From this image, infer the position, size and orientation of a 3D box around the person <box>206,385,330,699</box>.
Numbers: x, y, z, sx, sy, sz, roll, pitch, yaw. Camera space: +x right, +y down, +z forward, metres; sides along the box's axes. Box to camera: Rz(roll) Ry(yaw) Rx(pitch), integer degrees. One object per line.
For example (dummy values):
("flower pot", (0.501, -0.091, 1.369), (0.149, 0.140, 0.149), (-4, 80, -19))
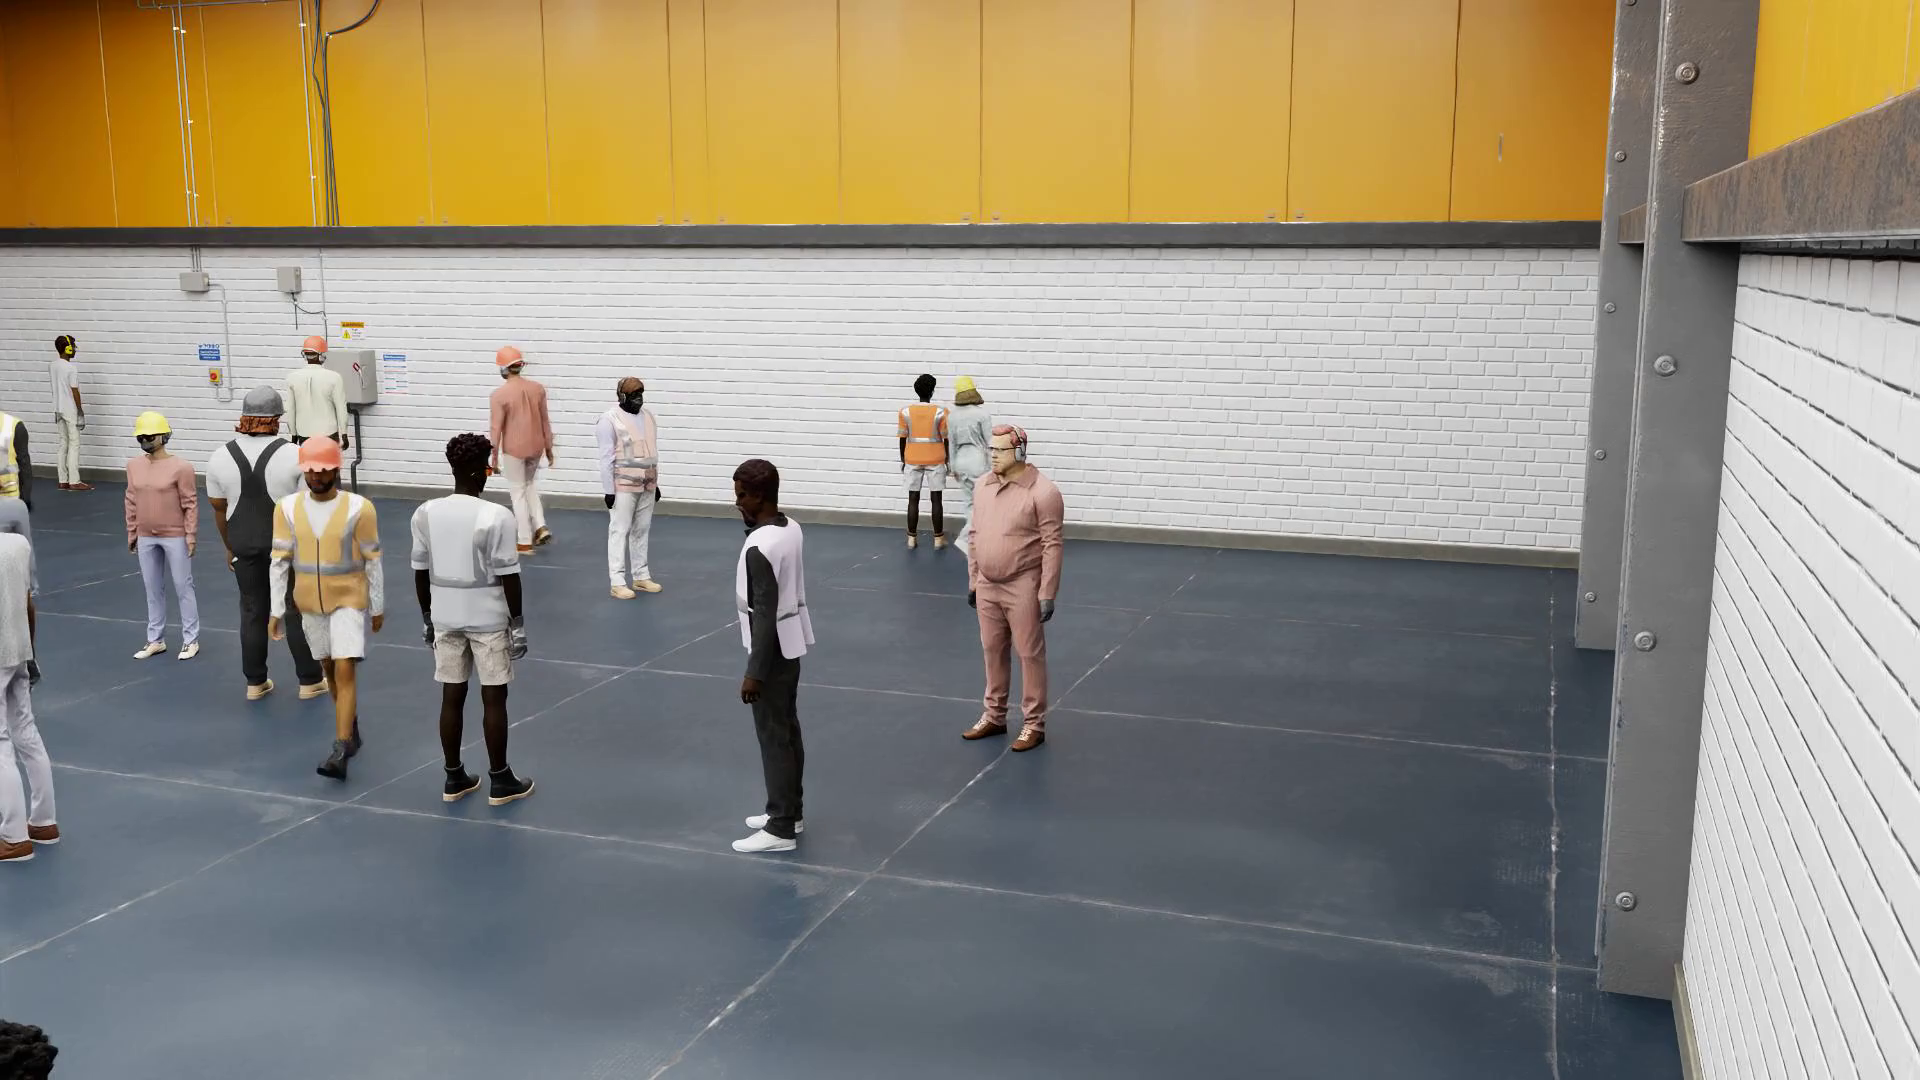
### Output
("person", (-4.425, 0.014, 10.741), (0.683, 2.000, 0.538), (0, 10, 0))

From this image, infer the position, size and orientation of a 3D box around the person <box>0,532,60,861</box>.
("person", (-4.587, 0.606, 7.912), (0.310, 1.861, 0.533), (1, 10, 6))

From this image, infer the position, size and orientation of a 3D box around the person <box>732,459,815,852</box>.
("person", (-0.910, 0.555, 8.052), (0.392, 1.914, 0.588), (1, 10, 6))

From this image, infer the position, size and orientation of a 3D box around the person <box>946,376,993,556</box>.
("person", (0.109, -0.656, 15.427), (0.555, 1.710, 0.491), (7, 13, 36))

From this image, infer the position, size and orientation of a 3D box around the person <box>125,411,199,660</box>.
("person", (-5.635, -0.027, 11.743), (0.524, 1.769, 0.315), (1, 10, 7))

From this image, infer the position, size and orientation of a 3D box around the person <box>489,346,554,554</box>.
("person", (-4.175, -0.848, 15.757), (0.441, 1.977, 0.654), (8, 13, 38))

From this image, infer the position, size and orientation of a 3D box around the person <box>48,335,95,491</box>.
("person", (-10.641, -1.512, 19.860), (0.504, 1.861, 0.330), (5, 11, 26))

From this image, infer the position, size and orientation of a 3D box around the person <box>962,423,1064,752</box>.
("person", (0.282, 0.271, 9.671), (0.652, 1.906, 0.402), (9, 13, 41))

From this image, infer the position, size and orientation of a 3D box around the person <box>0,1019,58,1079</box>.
("person", (-1.556, 1.610, 2.734), (0.533, 1.692, 0.319), (3, 10, 16))

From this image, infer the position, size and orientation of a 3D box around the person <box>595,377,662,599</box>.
("person", (-2.727, -0.443, 13.876), (0.429, 1.841, 0.634), (7, 12, 33))

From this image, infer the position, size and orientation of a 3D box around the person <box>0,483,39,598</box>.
("person", (-6.073, 0.275, 10.419), (0.527, 1.618, 0.463), (-6, 12, -31))

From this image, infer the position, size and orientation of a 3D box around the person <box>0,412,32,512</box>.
("person", (-7.807, -0.351, 13.357), (0.633, 1.841, 0.429), (-3, 11, -17))

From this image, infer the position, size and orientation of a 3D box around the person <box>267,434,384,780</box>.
("person", (-3.511, 0.363, 9.192), (0.560, 1.885, 0.963), (0, 10, -1))

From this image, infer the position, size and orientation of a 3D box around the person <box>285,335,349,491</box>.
("person", (-6.651, -1.123, 17.269), (0.618, 1.993, 0.396), (0, 10, 0))

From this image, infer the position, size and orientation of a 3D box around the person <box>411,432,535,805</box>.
("person", (-2.547, 0.412, 8.709), (0.618, 1.963, 0.361), (3, 10, 16))

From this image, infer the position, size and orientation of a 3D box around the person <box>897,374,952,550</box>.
("person", (-0.332, -0.748, 16.003), (0.541, 1.696, 0.315), (2, 10, 9))
